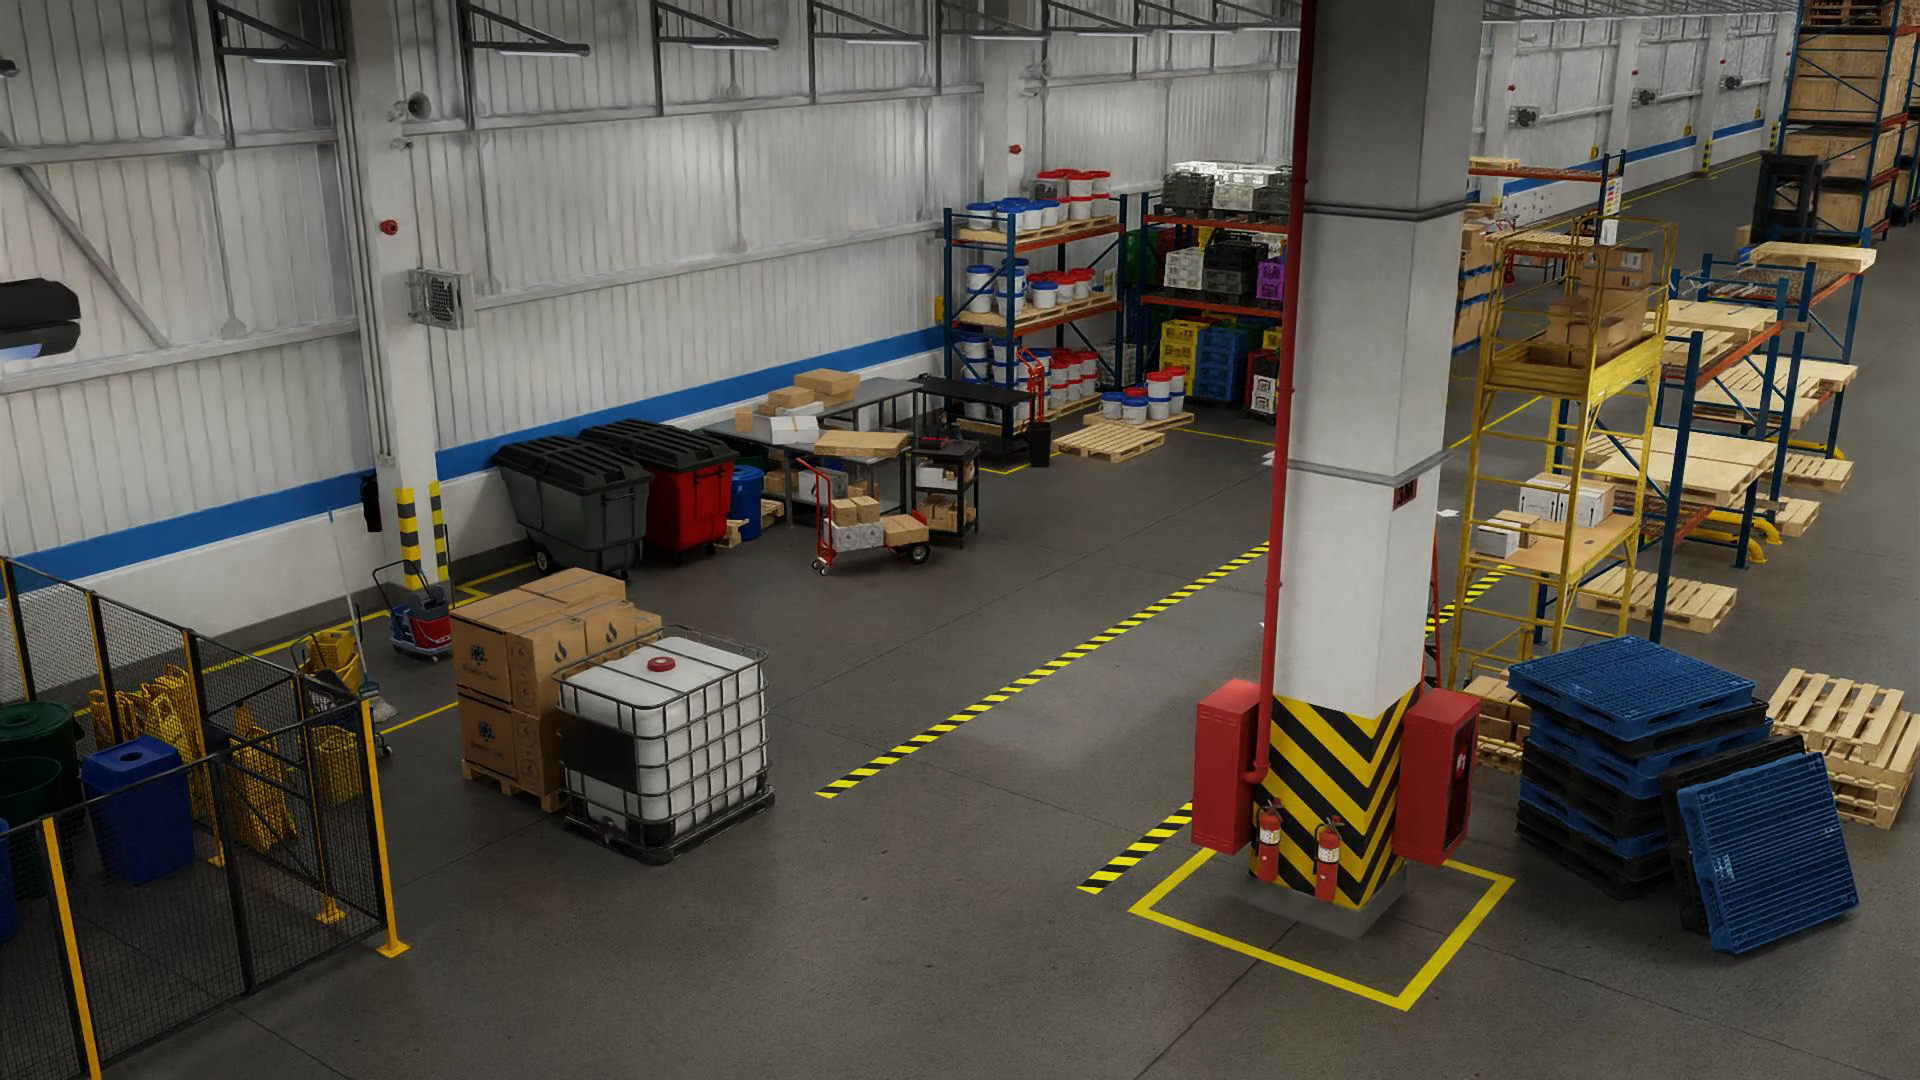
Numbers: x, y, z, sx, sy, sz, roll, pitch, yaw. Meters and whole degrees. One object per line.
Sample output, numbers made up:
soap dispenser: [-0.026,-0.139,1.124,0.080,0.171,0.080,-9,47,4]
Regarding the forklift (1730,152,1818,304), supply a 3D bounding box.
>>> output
forklift: [15.806,-6.036,32.094,1.129,2.768,1.873,13,22,34]
